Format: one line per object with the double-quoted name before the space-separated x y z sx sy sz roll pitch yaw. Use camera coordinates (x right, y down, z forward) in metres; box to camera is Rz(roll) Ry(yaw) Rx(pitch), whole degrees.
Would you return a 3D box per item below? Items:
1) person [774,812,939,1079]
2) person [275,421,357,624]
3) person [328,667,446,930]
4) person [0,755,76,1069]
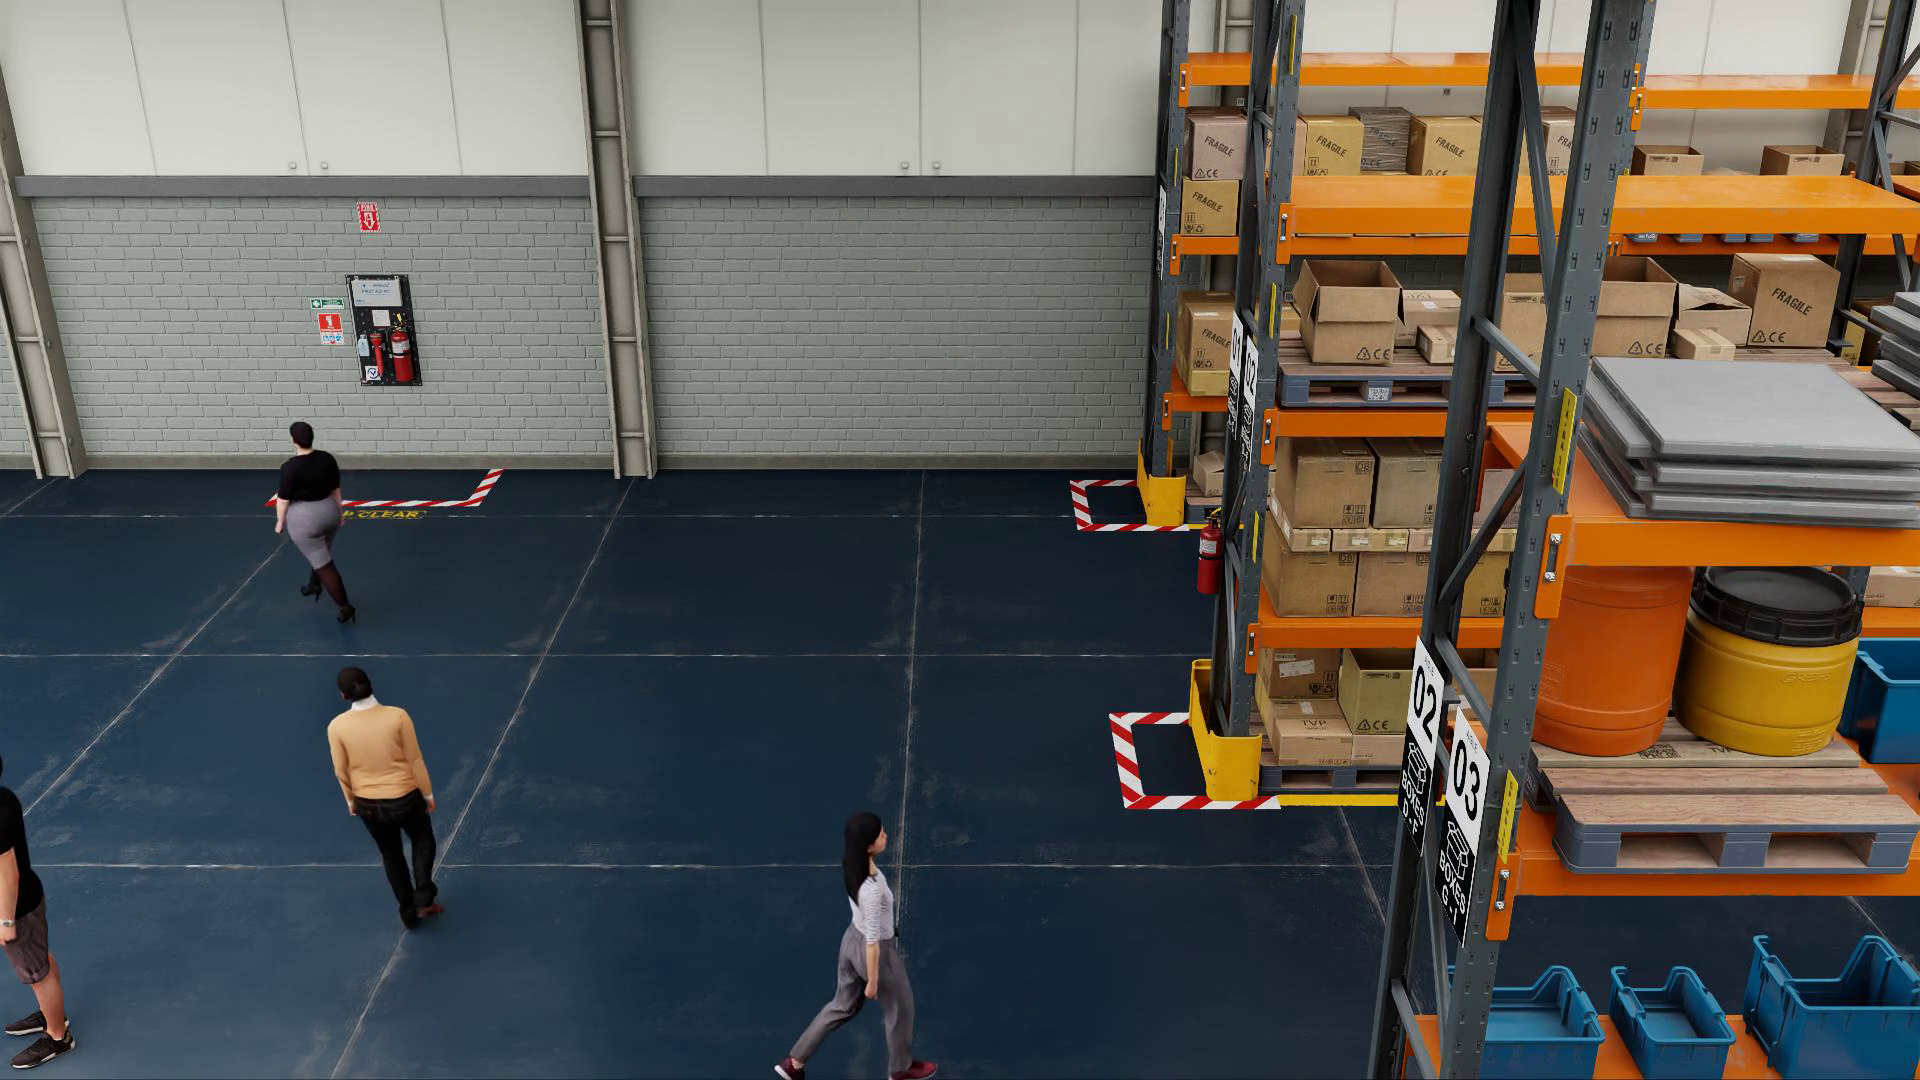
"person" -0.561 2.148 8.516 1.173 1.704 0.884 -9 25 -21
"person" -5.285 -0.095 13.785 1.194 1.709 1.041 15 27 31
"person" -3.392 1.584 9.816 0.626 1.725 0.802 -1 23 -3
"person" -5.035 1.917 8.859 0.766 1.862 0.762 -13 26 -28
